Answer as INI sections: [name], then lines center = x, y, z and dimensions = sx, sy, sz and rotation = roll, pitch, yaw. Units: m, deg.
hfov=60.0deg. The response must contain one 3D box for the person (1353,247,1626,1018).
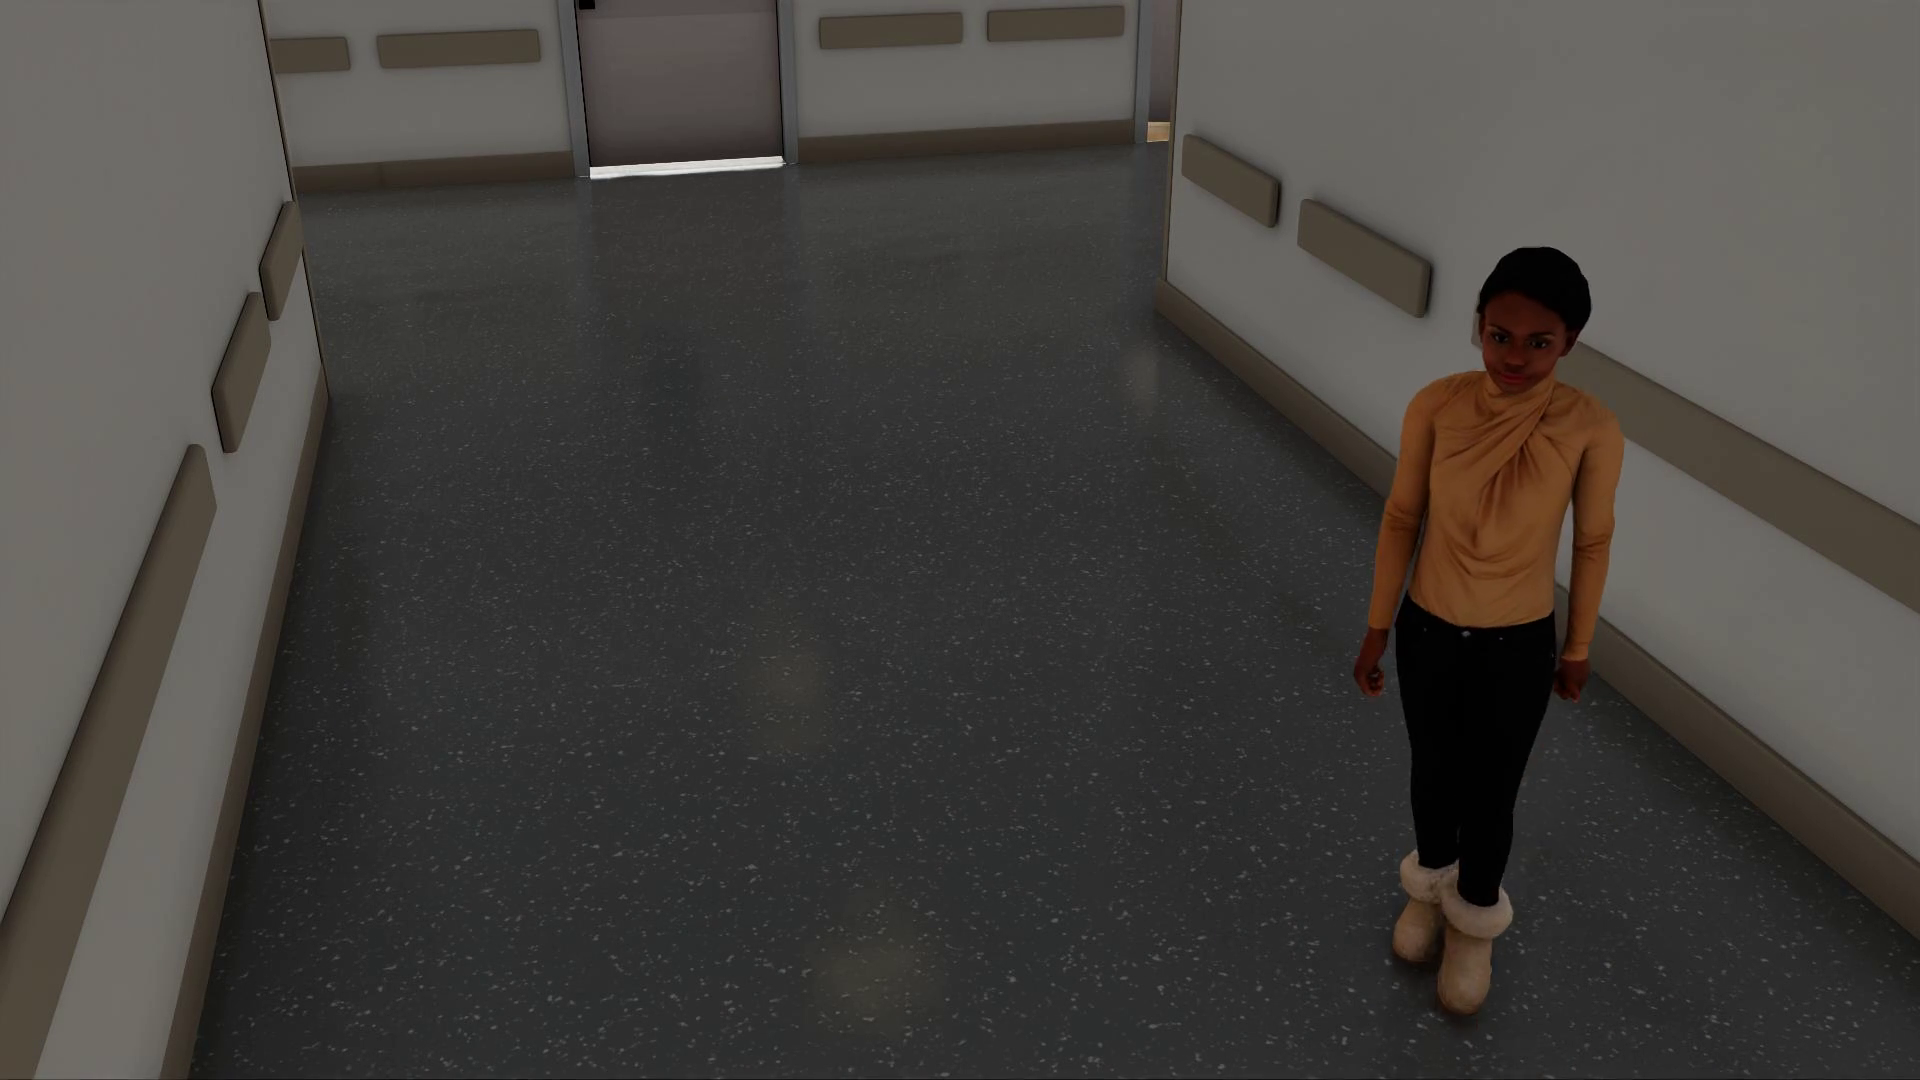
[person]
center = 1.098, 0.164, 3.484
dimensions = 0.726, 1.643, 0.785
rotation = 15, 30, 29
